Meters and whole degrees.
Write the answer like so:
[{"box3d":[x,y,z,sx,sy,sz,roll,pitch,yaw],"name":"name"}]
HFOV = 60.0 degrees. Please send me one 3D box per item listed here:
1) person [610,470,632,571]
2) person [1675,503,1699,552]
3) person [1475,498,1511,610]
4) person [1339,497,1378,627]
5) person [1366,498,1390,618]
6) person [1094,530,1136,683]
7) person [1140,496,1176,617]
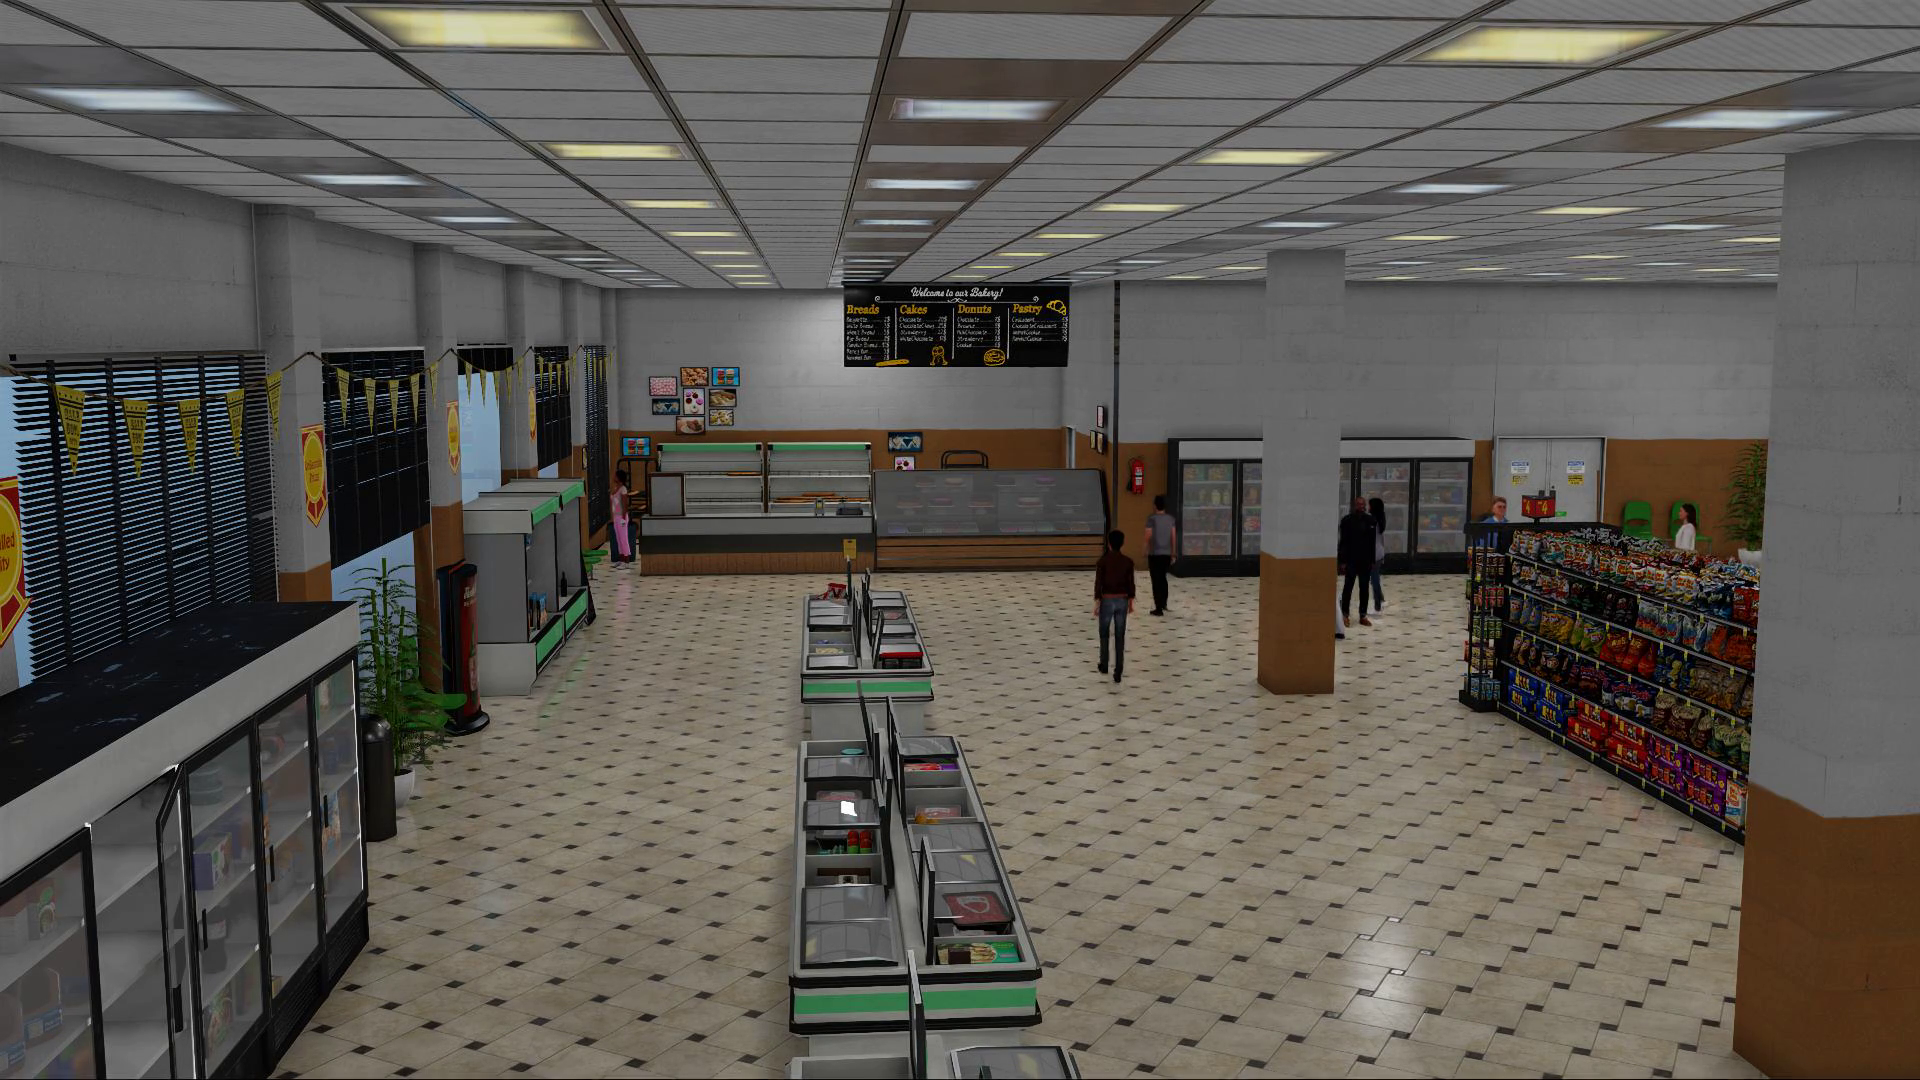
[{"box3d":[-5.929,-0.365,29.111,0.706,1.740,0.578,-4,8,-29],"name":"person"},{"box3d":[10.390,0.334,23.642,0.902,1.664,1.051,2,7,16],"name":"person"},{"box3d":[7.476,0.308,23.353,0.665,1.785,1.139,0,7,-3],"name":"person"},{"box3d":[5.586,0.293,23.344,0.676,1.818,0.570,-1,7,-5],"name":"person"},{"box3d":[6.079,0.262,23.992,0.786,1.723,0.710,4,8,32],"name":"person"},{"box3d":[1.828,0.791,19.487,0.675,1.755,0.896,-1,7,-6],"name":"person"},{"box3d":[2.934,0.237,24.121,0.742,1.742,0.785,-4,8,-28],"name":"person"}]
